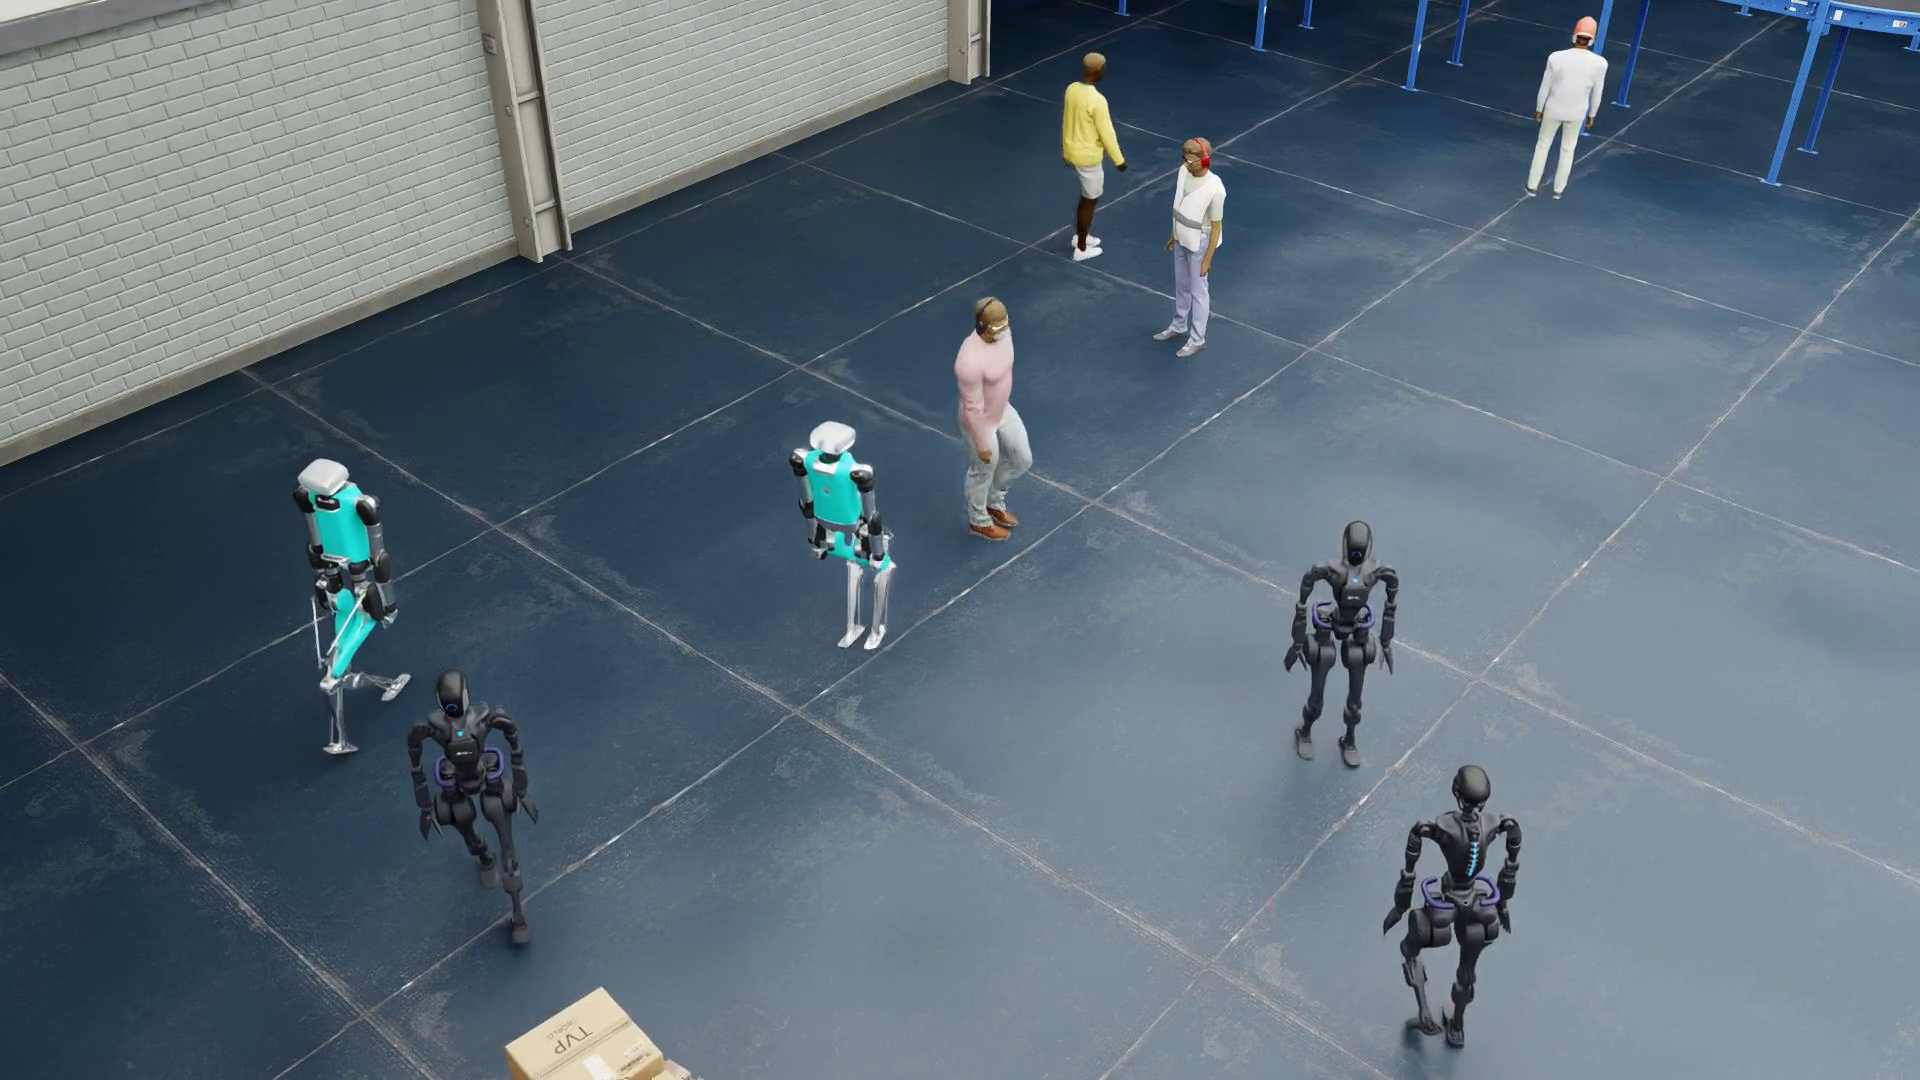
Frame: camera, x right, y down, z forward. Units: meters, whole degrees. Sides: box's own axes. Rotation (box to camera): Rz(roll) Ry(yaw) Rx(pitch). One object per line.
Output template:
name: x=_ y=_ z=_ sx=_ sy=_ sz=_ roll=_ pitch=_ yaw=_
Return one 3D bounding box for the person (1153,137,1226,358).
person: x=1.880 y=-2.358 z=13.346 sx=0.389 sy=1.838 sz=0.562 roll=-16 pitch=38 yaw=-21

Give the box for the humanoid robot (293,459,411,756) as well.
humanoid robot: x=-3.606 y=0.469 z=9.500 sx=0.535 sy=1.774 sz=1.020 roll=11 pitch=37 yaw=16

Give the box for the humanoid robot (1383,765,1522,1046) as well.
humanoid robot: x=2.303 y=1.728 z=7.738 sx=0.593 sy=1.649 sz=0.360 roll=-2 pitch=36 yaw=-3

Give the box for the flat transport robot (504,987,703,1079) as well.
flat transport robot: x=-1.631 y=2.913 z=7.297 sx=1.431 sy=0.231 sz=0.659 roll=21 pitch=41 yaw=27

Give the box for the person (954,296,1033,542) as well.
person: x=0.216 y=-0.769 z=11.046 sx=0.464 sy=1.923 sz=0.647 roll=16 pitch=39 yaw=22

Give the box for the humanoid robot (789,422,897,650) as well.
humanoid robot: x=-0.626 y=-0.065 z=10.199 sx=0.532 sy=1.741 sz=0.806 roll=14 pitch=38 yaw=19

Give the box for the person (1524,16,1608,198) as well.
person: x=5.801 y=-4.124 z=15.903 sx=0.580 sy=1.743 sz=0.348 roll=8 pitch=36 yaw=12

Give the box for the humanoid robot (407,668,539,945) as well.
humanoid robot: x=-2.455 y=1.294 z=8.397 sx=0.589 sy=1.615 sz=0.786 roll=-10 pitch=37 yaw=-14

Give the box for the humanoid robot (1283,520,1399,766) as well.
humanoid robot: x=2.153 y=0.568 z=9.374 sx=0.616 sy=1.648 sz=0.303 roll=1 pitch=35 yaw=1

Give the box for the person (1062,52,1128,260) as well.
person: x=1.164 y=-3.399 z=14.764 sx=0.510 sy=1.890 sz=0.560 roll=-16 pitch=38 yaw=-21
